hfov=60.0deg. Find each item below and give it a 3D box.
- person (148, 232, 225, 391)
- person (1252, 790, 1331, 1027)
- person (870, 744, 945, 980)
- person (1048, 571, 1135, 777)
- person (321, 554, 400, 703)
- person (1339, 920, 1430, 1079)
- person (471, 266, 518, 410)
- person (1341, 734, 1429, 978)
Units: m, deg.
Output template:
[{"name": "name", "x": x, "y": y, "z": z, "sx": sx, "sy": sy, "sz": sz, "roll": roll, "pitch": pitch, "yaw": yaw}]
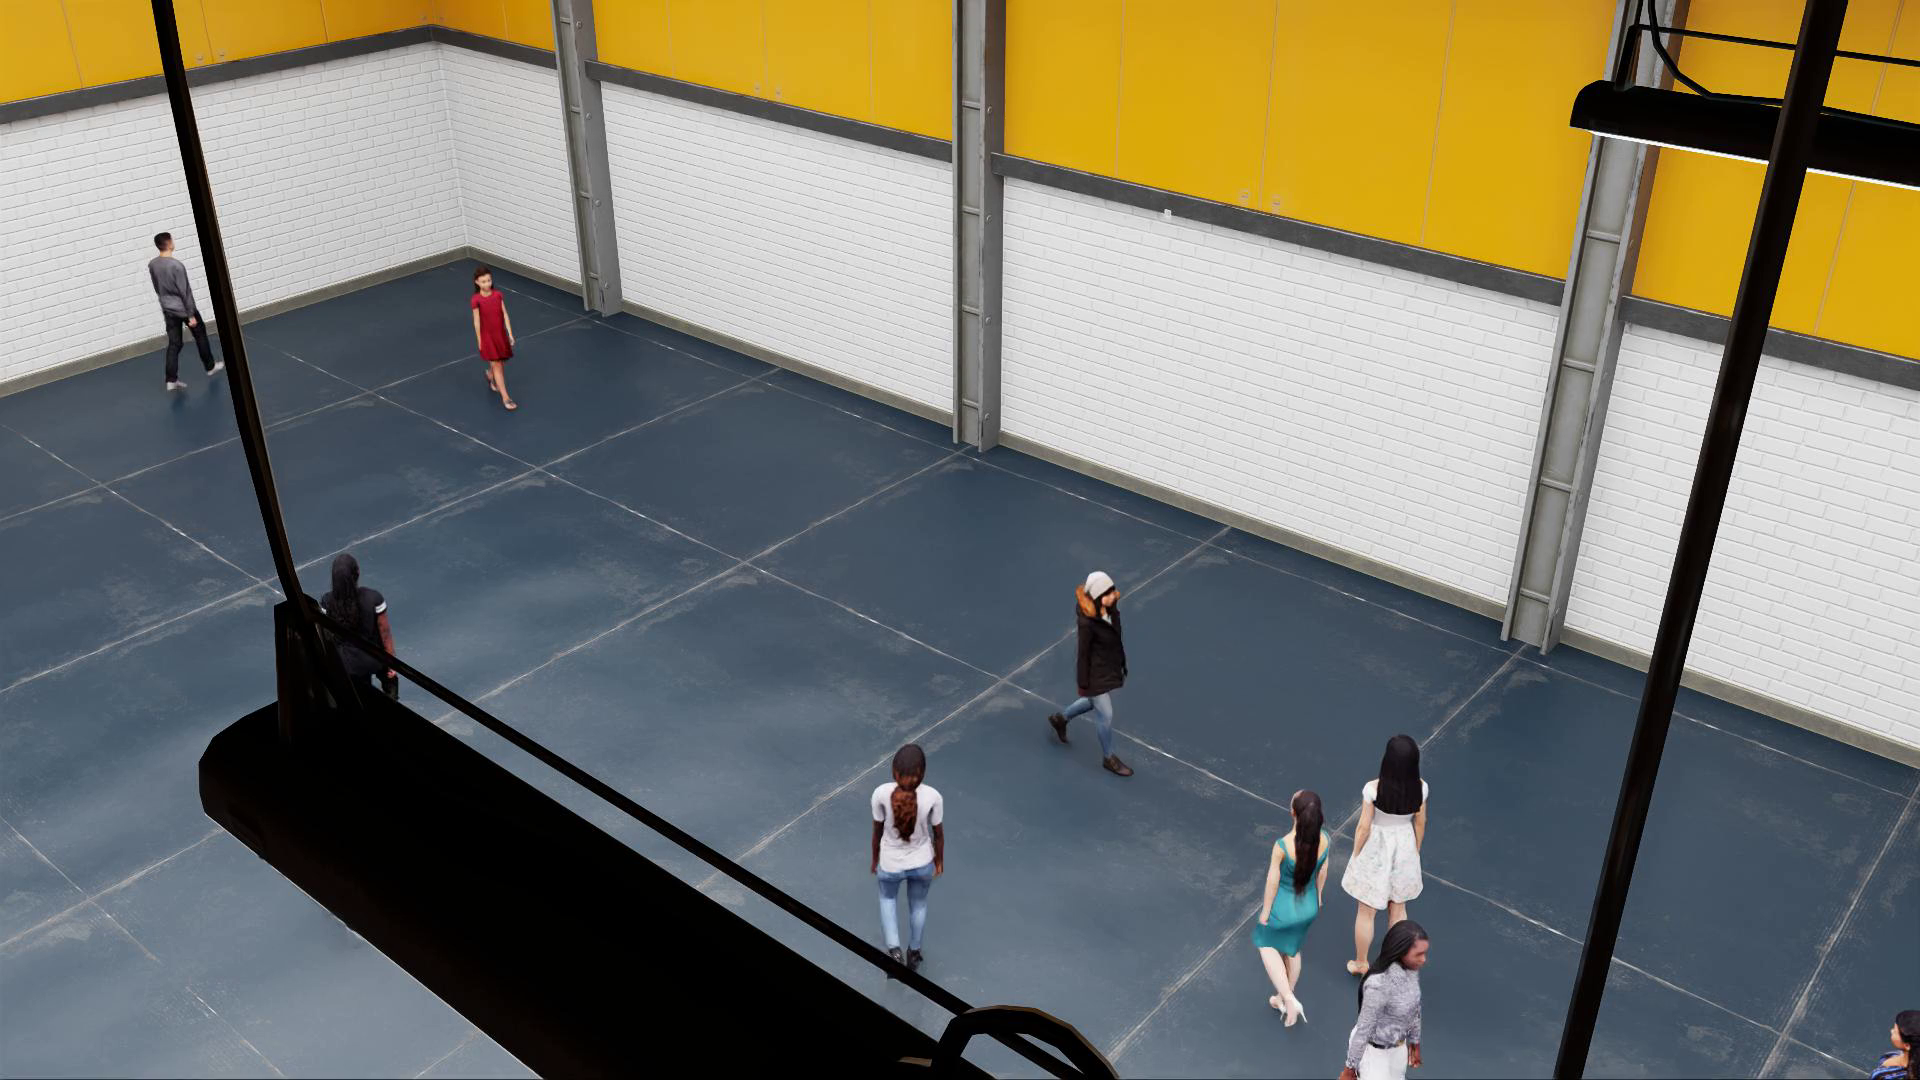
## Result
[{"name": "person", "x": -8.565, "y": -2.456, "z": 18.125, "sx": 1.152, "sy": 1.722, "sz": 1.039, "roll": 6, "pitch": 29, "yaw": 10}, {"name": "person", "x": 1.955, "y": 2.193, "z": 9.655, "sx": 0.746, "sy": 1.673, "sz": 0.824, "roll": -9, "pitch": 30, "yaw": -16}, {"name": "person", "x": -0.325, "y": 1.988, "z": 9.988, "sx": 0.825, "sy": 1.714, "sz": 0.878, "roll": -1, "pitch": 29, "yaw": -1}, {"name": "person", "x": 0.956, "y": 0.921, "z": 12.048, "sx": 1.033, "sy": 1.615, "sz": 0.702, "roll": 16, "pitch": 33, "yaw": 27}, {"name": "person", "x": -4.301, "y": 0.910, "z": 11.957, "sx": 0.744, "sy": 1.721, "sz": 0.798, "roll": -5, "pitch": 29, "yaw": -9}, {"name": "person", "x": 2.176, "y": 2.693, "z": 8.695, "sx": 0.682, "sy": 1.714, "sz": 0.662, "roll": 22, "pitch": 36, "yaw": 35}, {"name": "person", "x": -5.038, "y": -2.216, "z": 17.886, "sx": 0.599, "sy": 1.531, "sz": 0.999, "roll": -25, "pitch": 37, "yaw": -37}, {"name": "person", "x": 2.567, "y": 1.928, "z": 10.035, "sx": 0.772, "sy": 1.773, "sz": 0.834, "roll": -2, "pitch": 29, "yaw": -4}]
